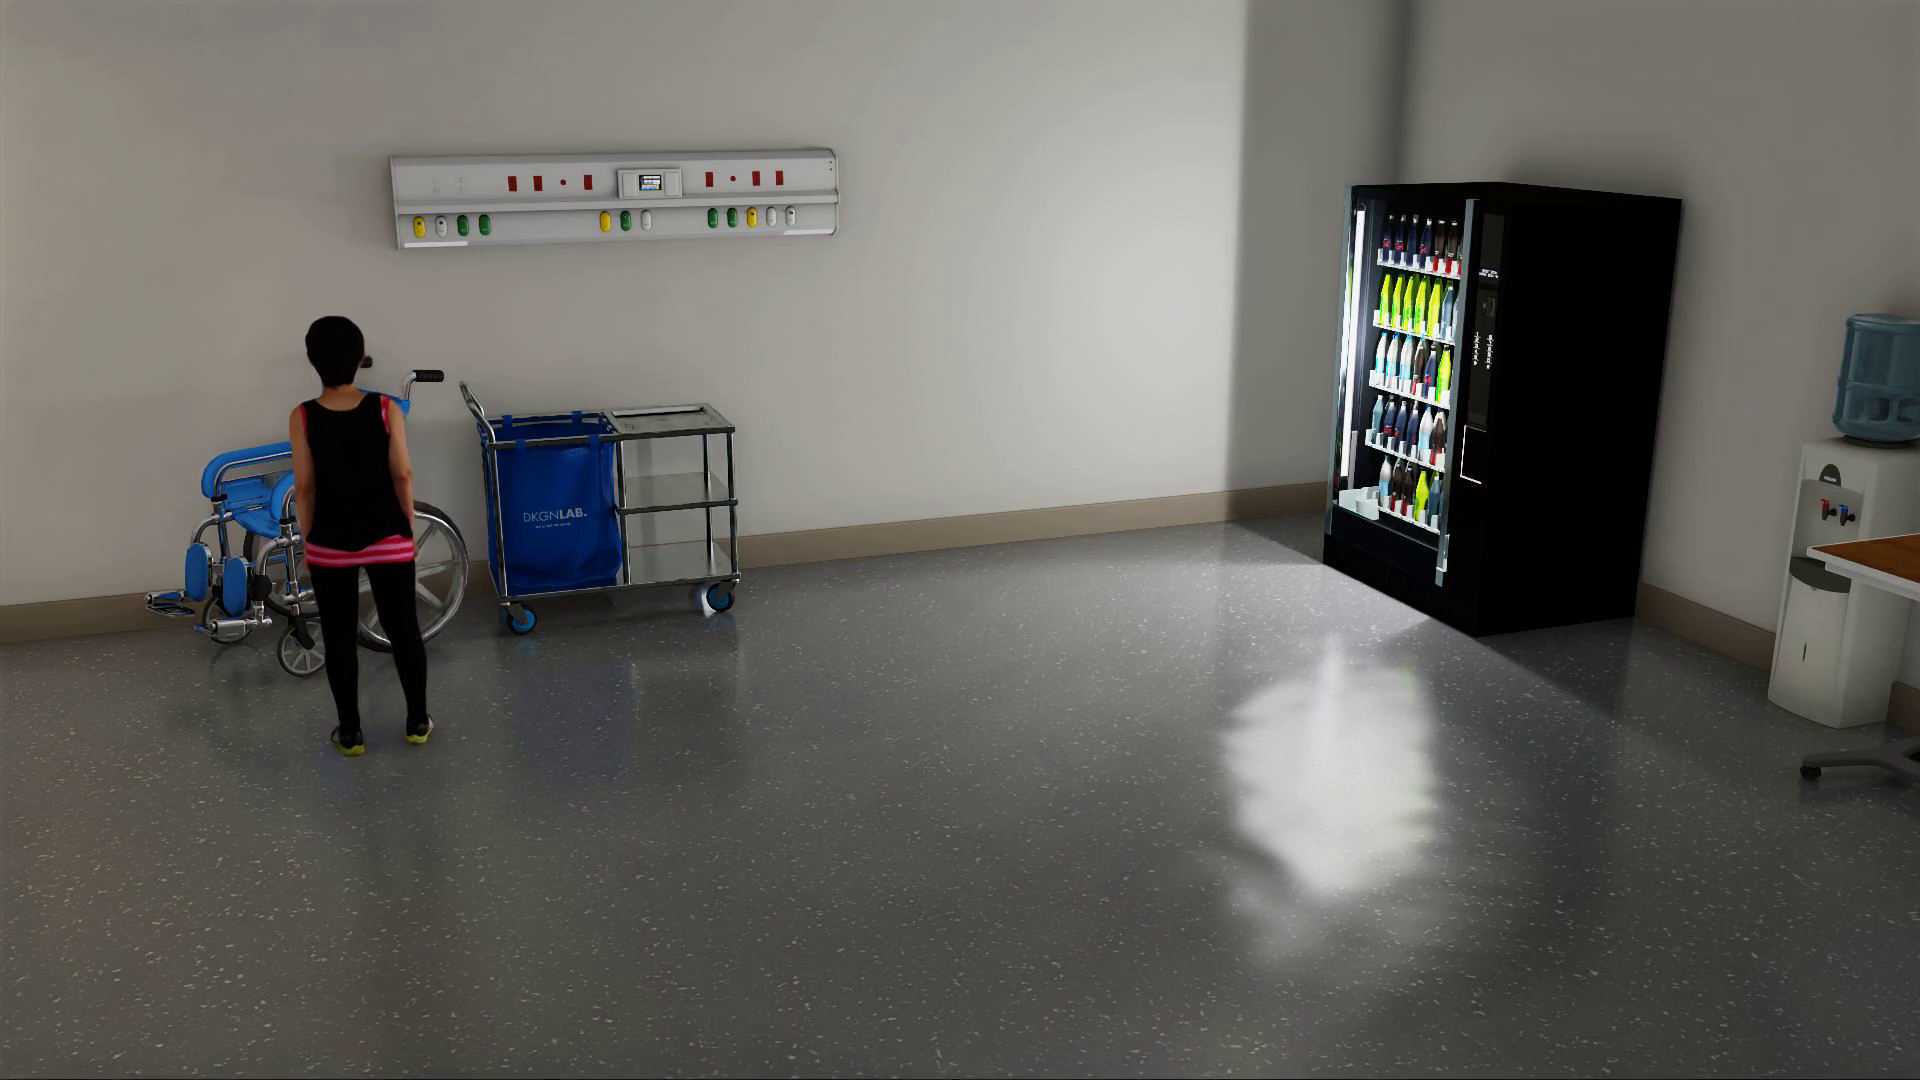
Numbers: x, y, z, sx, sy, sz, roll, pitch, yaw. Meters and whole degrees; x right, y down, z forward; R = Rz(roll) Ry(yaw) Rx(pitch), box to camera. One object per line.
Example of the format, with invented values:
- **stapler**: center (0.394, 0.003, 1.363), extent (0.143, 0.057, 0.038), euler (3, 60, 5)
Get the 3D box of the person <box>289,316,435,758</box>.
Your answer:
- **person**: center (-2.102, -0.014, 5.811), extent (0.541, 1.552, 0.506), euler (-6, 17, -21)
